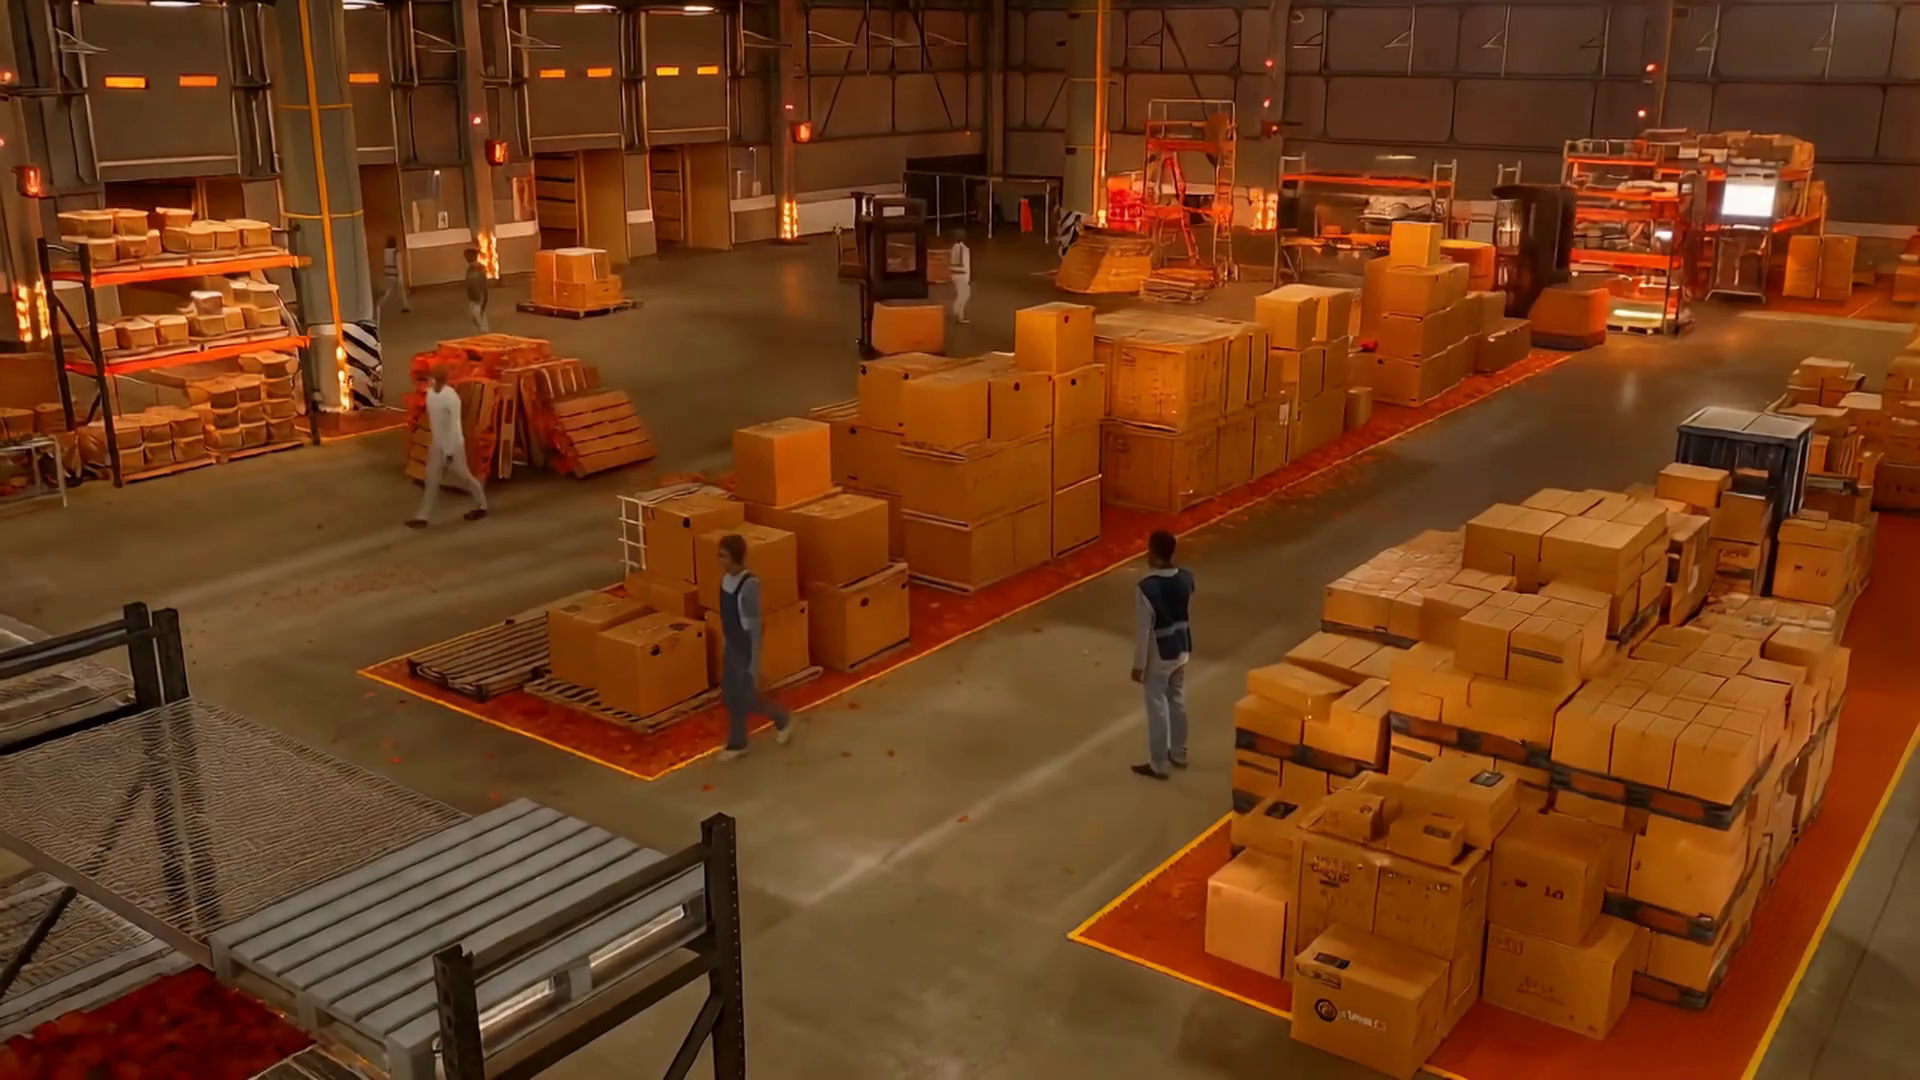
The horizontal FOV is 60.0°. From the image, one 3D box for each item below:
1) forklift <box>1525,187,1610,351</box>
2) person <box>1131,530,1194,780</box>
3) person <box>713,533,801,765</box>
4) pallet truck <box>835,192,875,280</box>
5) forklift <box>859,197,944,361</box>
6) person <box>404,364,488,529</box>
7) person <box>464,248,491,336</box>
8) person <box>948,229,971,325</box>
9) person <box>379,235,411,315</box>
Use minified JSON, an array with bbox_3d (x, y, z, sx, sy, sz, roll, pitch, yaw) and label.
[{"bbox_3d":[10.762,-4.964,30.212,1.129,2.768,1.873,-13,21,-37],"label":"forklift"},{"bbox_3d":[1.551,0.862,12.597,0.408,1.905,0.607,16,23,42],"label":"person"},{"bbox_3d":[-1.632,0.825,12.847,0.613,1.825,0.533,-9,19,-27],"label":"person"},{"bbox_3d":[-1.936,-7.159,38.982,1.885,1.965,0.823,-12,21,-34],"label":"pallet truck"},{"bbox_3d":[-1.008,-4.465,28.559,1.129,2.768,1.873,-5,17,-15],"label":"forklift"},{"bbox_3d":[-5.907,-1.074,19.031,0.647,1.885,1.009,16,23,42],"label":"person"},{"bbox_3d":[-8.452,-4.147,29.118,0.372,1.935,0.627,-12,21,-34],"label":"person"},{"bbox_3d":[-0.046,-5.132,32.524,0.625,1.843,0.603,-14,21,-38],"label":"person"},{"bbox_3d":[-11.514,-5.362,33.680,0.517,1.615,0.691,6,18,18],"label":"person"}]
